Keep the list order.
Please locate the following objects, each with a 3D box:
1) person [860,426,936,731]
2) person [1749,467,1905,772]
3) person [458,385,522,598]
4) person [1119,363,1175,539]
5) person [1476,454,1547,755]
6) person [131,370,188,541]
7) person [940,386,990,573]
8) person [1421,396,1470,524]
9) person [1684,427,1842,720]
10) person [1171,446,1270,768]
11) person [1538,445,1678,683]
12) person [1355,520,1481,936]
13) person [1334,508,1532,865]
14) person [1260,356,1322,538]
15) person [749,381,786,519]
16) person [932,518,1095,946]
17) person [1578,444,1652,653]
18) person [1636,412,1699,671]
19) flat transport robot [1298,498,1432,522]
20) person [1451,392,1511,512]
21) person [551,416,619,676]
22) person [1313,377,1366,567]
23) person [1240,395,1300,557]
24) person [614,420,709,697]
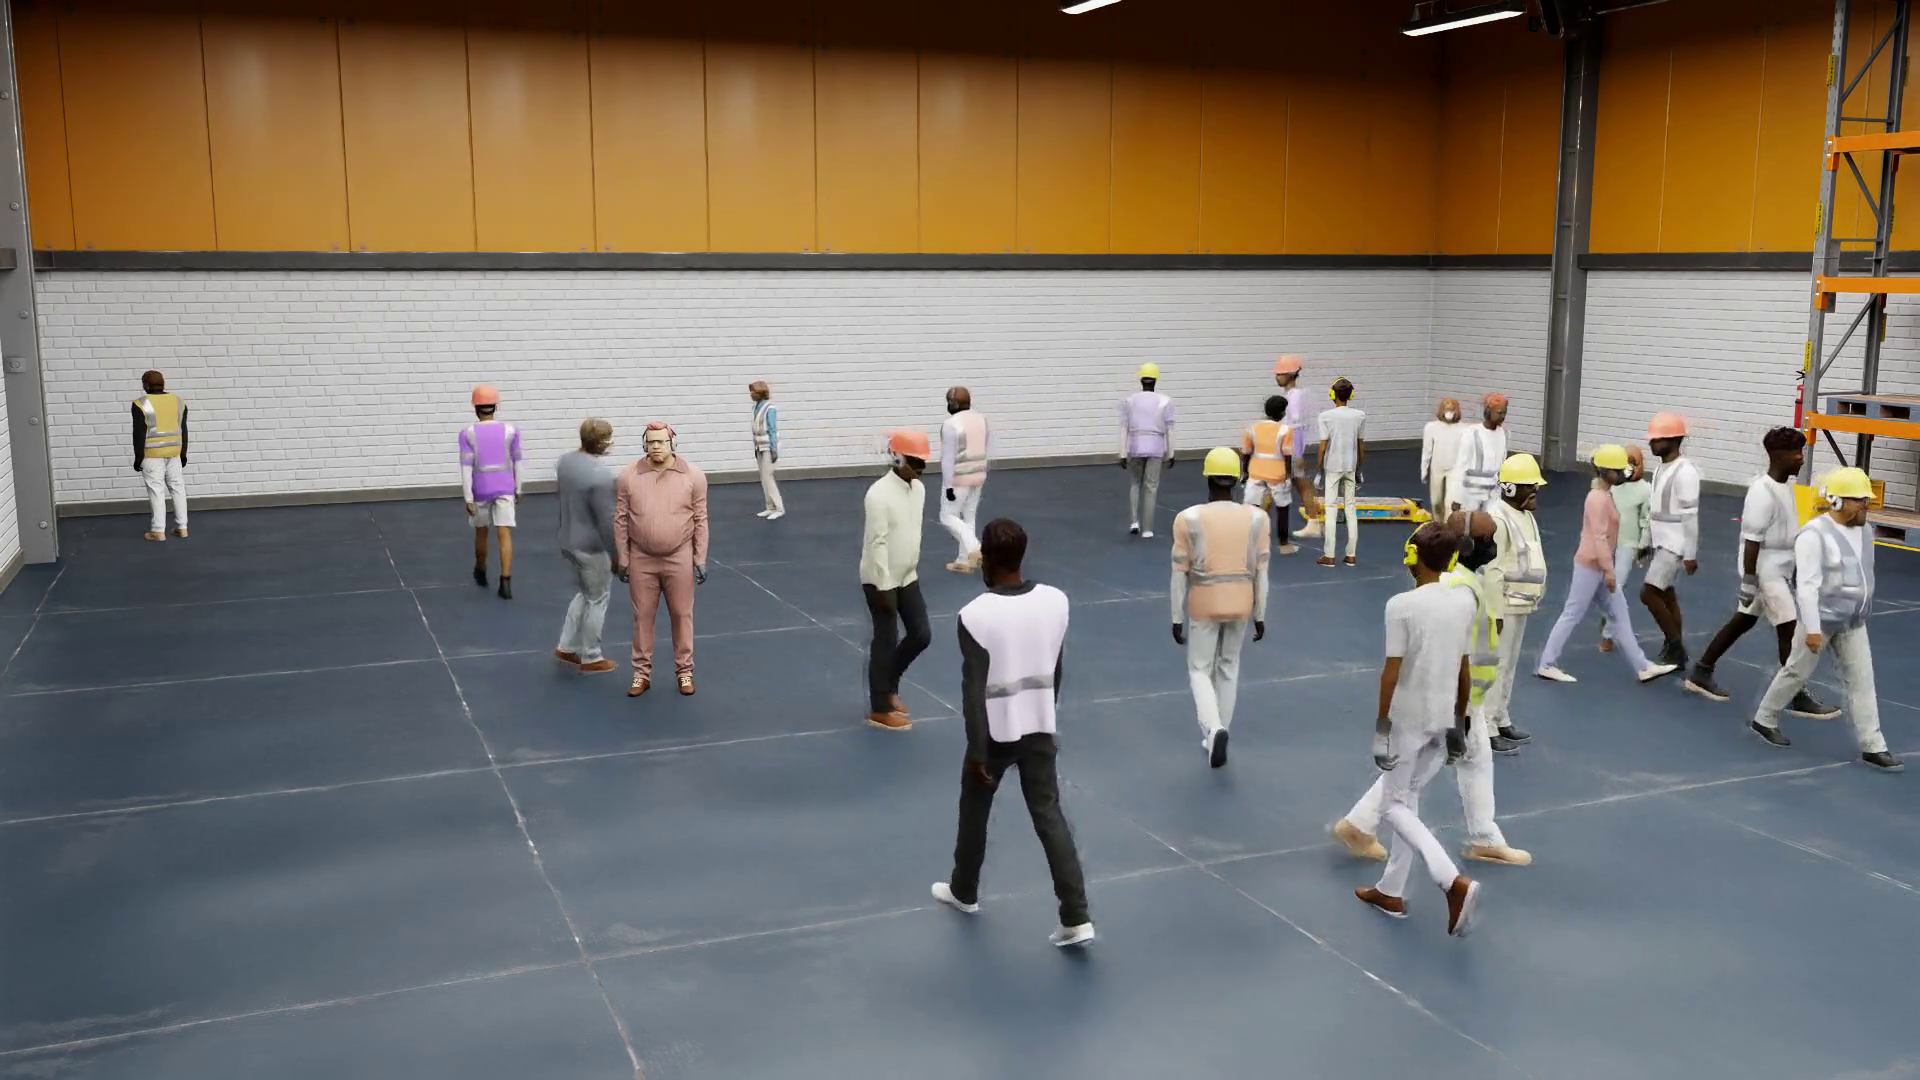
[{"bbox_3d":[-0.386,0.252,10.566,0.484,1.964,0.618,6,11,33],"label":"person"},{"bbox_3d":[5.204,0.441,9.959,0.614,1.787,0.942,-4,10,-23],"label":"person"},{"bbox_3d":[-4.248,-0.452,15.073,0.552,1.885,1.008,-4,10,-21],"label":"person"},{"bbox_3d":[2.048,-0.972,18.132,0.590,1.906,0.587,3,10,17],"label":"person"},{"bbox_3d":[3.364,0.380,10.166,0.403,1.831,0.597,6,11,34],"label":"person"},{"bbox_3d":[-8.666,-0.917,18.009,0.429,1.840,0.633,6,11,30],"label":"person"},{"bbox_3d":[0.067,-0.559,15.893,0.546,1.822,0.623,9,13,43],"label":"person"},{"bbox_3d":[5.135,-0.725,17.540,0.501,1.606,0.749,4,10,24],"label":"person"},{"bbox_3d":[5.358,0.188,11.078,0.998,1.920,0.616,7,11,35],"label":"person"},{"bbox_3d":[1.536,0.406,9.792,0.591,1.908,0.704,-1,9,-5],"label":"person"},{"bbox_3d":[4.567,0.190,11.684,0.931,1.710,0.533,5,11,29],"label":"person"},{"bbox_3d":[2.087,0.835,7.402,0.537,1.836,0.691,-5,11,-27],"label":"person"},{"bbox_3d":[2.335,0.728,8.175,0.922,1.808,0.639,3,10,15],"label":"person"},{"bbox_3d":[3.482,-0.999,18.061,1.049,1.982,0.628,2,10,13],"label":"person"},{"bbox_3d":[-2.280,-1.051,19.504,0.367,1.613,0.522,-6,11,-33],"label":"person"},{"bbox_3d":[0.250,0.831,7.332,0.595,1.875,1.002,-6,11,-31],"label":"person"},{"bbox_3d":[5.070,0.049,12.813,0.562,1.611,0.474,7,12,38],"label":"person"},{"bbox_3d":[5.110,0.030,12.024,0.465,1.918,0.548,1,9,7],"label":"person"},{"bbox_3d":[4.711,-0.362,19.384,1.431,0.197,0.652,1,9,4],"label":"flat transport robot"},{"bbox_3d":[4.607,-0.424,15.011,0.594,1.856,0.779,-5,11,-27],"label":"person"},{"bbox_3d":[-2.645,0.057,11.922,0.417,1.904,0.661,-9,13,-42],"label":"person"},{"bbox_3d":[3.739,-0.667,16.404,0.509,1.872,0.329,-2,10,-11],"label":"person"},{"bbox_3d":[3.118,-0.630,16.788,0.597,1.658,0.702,6,11,31],"label":"person"},{"bbox_3d":[-2.054,0.130,11.460,0.640,1.910,0.407,-1,9,-5],"label":"person"}]
